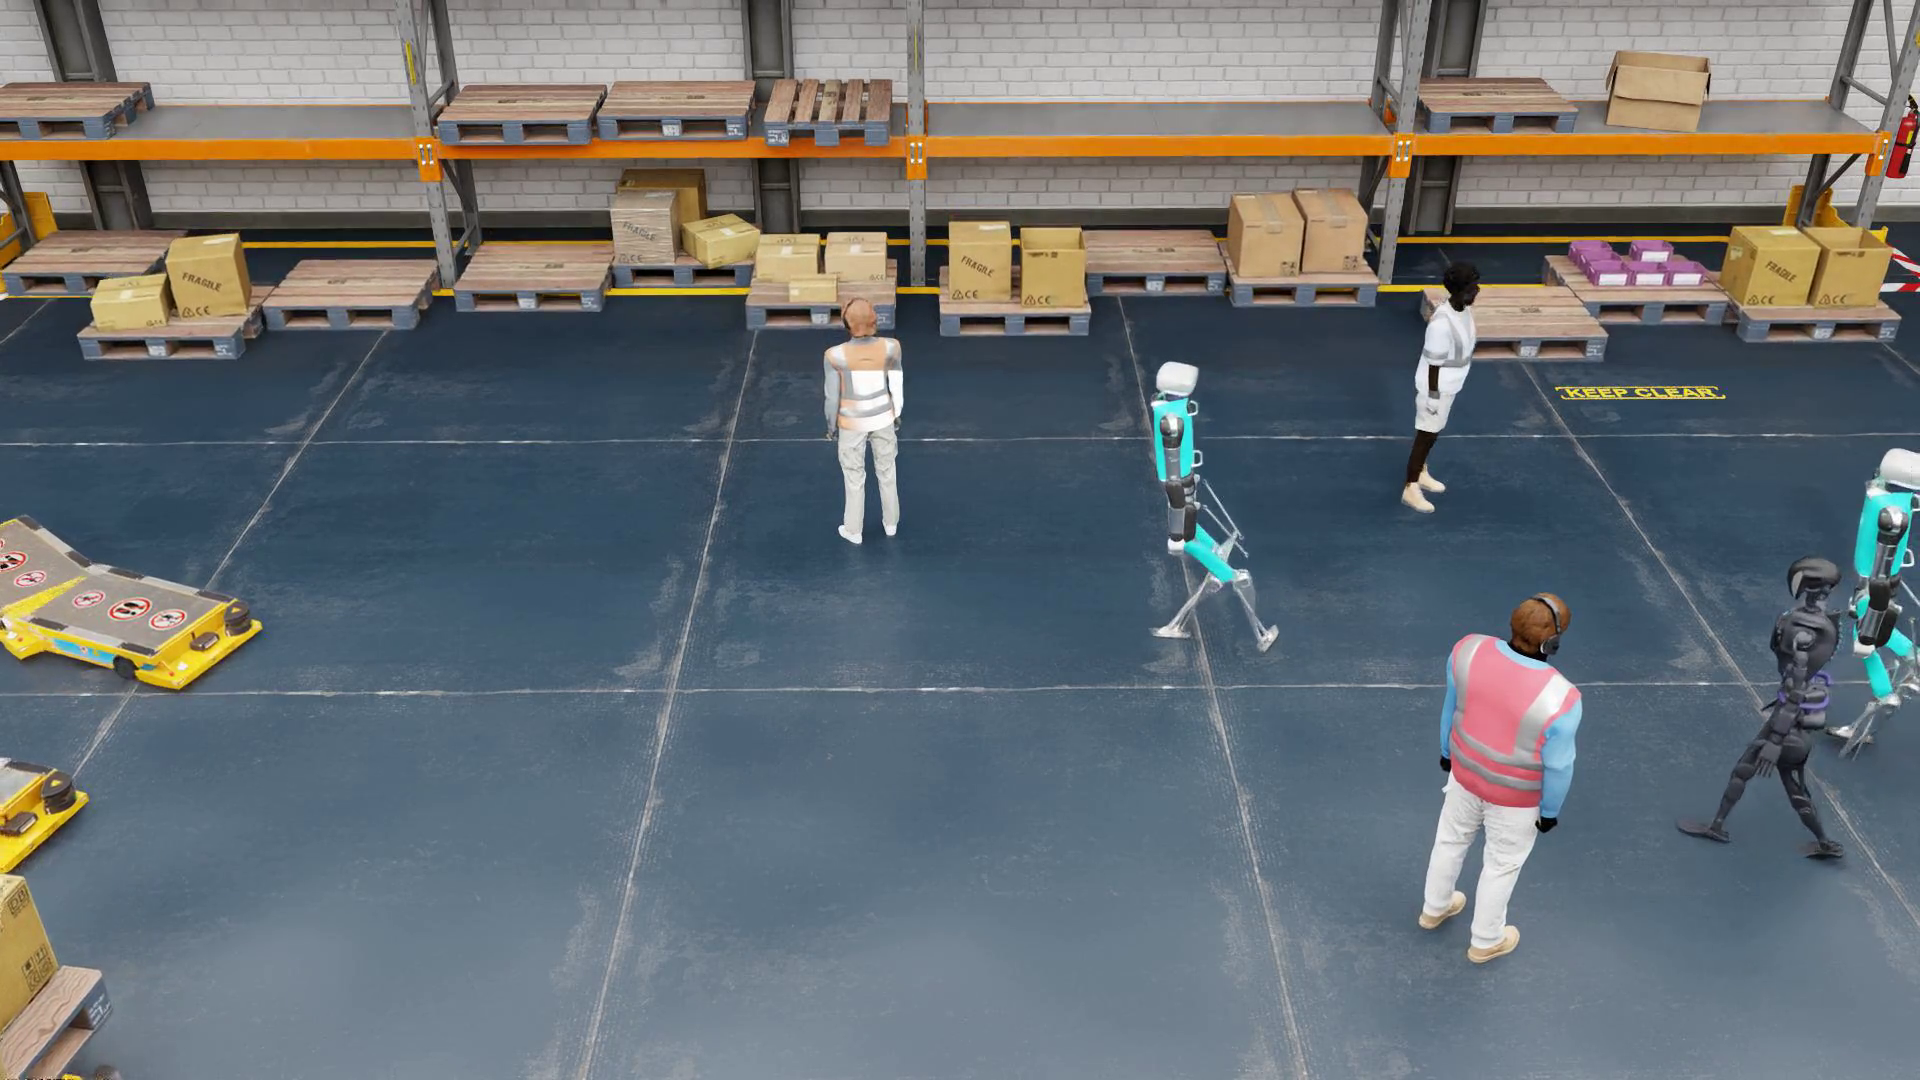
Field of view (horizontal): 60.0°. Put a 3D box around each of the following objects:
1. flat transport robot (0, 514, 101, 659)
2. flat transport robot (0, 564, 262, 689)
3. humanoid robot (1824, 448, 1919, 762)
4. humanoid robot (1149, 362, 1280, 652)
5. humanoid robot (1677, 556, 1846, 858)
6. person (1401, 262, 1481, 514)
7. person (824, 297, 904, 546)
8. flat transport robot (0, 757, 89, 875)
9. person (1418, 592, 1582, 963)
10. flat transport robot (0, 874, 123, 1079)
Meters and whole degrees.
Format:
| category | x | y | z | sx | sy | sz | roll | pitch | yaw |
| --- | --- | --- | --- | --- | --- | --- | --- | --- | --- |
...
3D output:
| category | x | y | z | sx | sy | sz | roll | pitch | yaw |
| --- | --- | --- | --- | --- | --- | --- | --- | --- | --- |
| flat transport robot | -5.656 | 0.250 | 9.995 | 1.431 | 0.231 | 0.659 | 24 | 38 | 34 |
| flat transport robot | -4.843 | 0.476 | 9.618 | 1.431 | 0.231 | 0.659 | 12 | 33 | 19 |
| humanoid robot | 4.715 | 0.446 | 8.322 | 0.725 | 1.883 | 0.557 | 11 | 33 | 18 |
| humanoid robot | 1.480 | -0.126 | 9.238 | 0.920 | 1.800 | 0.547 | 3 | 31 | 5 |
| humanoid robot | 3.909 | 0.824 | 7.749 | 0.754 | 1.626 | 0.608 | 15 | 34 | 24 |
| person | 3.098 | -1.003 | 10.700 | 0.321 | 1.688 | 0.551 | 17 | 35 | 26 |
| person | -0.585 | -0.724 | 10.285 | 0.510 | 1.639 | 0.306 | -12 | 33 | -19 |
| flat transport robot | -5.151 | 1.311 | 8.228 | 1.431 | 0.231 | 0.659 | 8 | 32 | 14 |
| person | 2.343 | 1.022 | 7.199 | 0.431 | 1.836 | 0.628 | -23 | 38 | -33 |
| flat transport robot | -4.089 | 2.312 | 6.561 | 1.431 | 0.231 | 0.659 | 5 | 31 | 8 |
